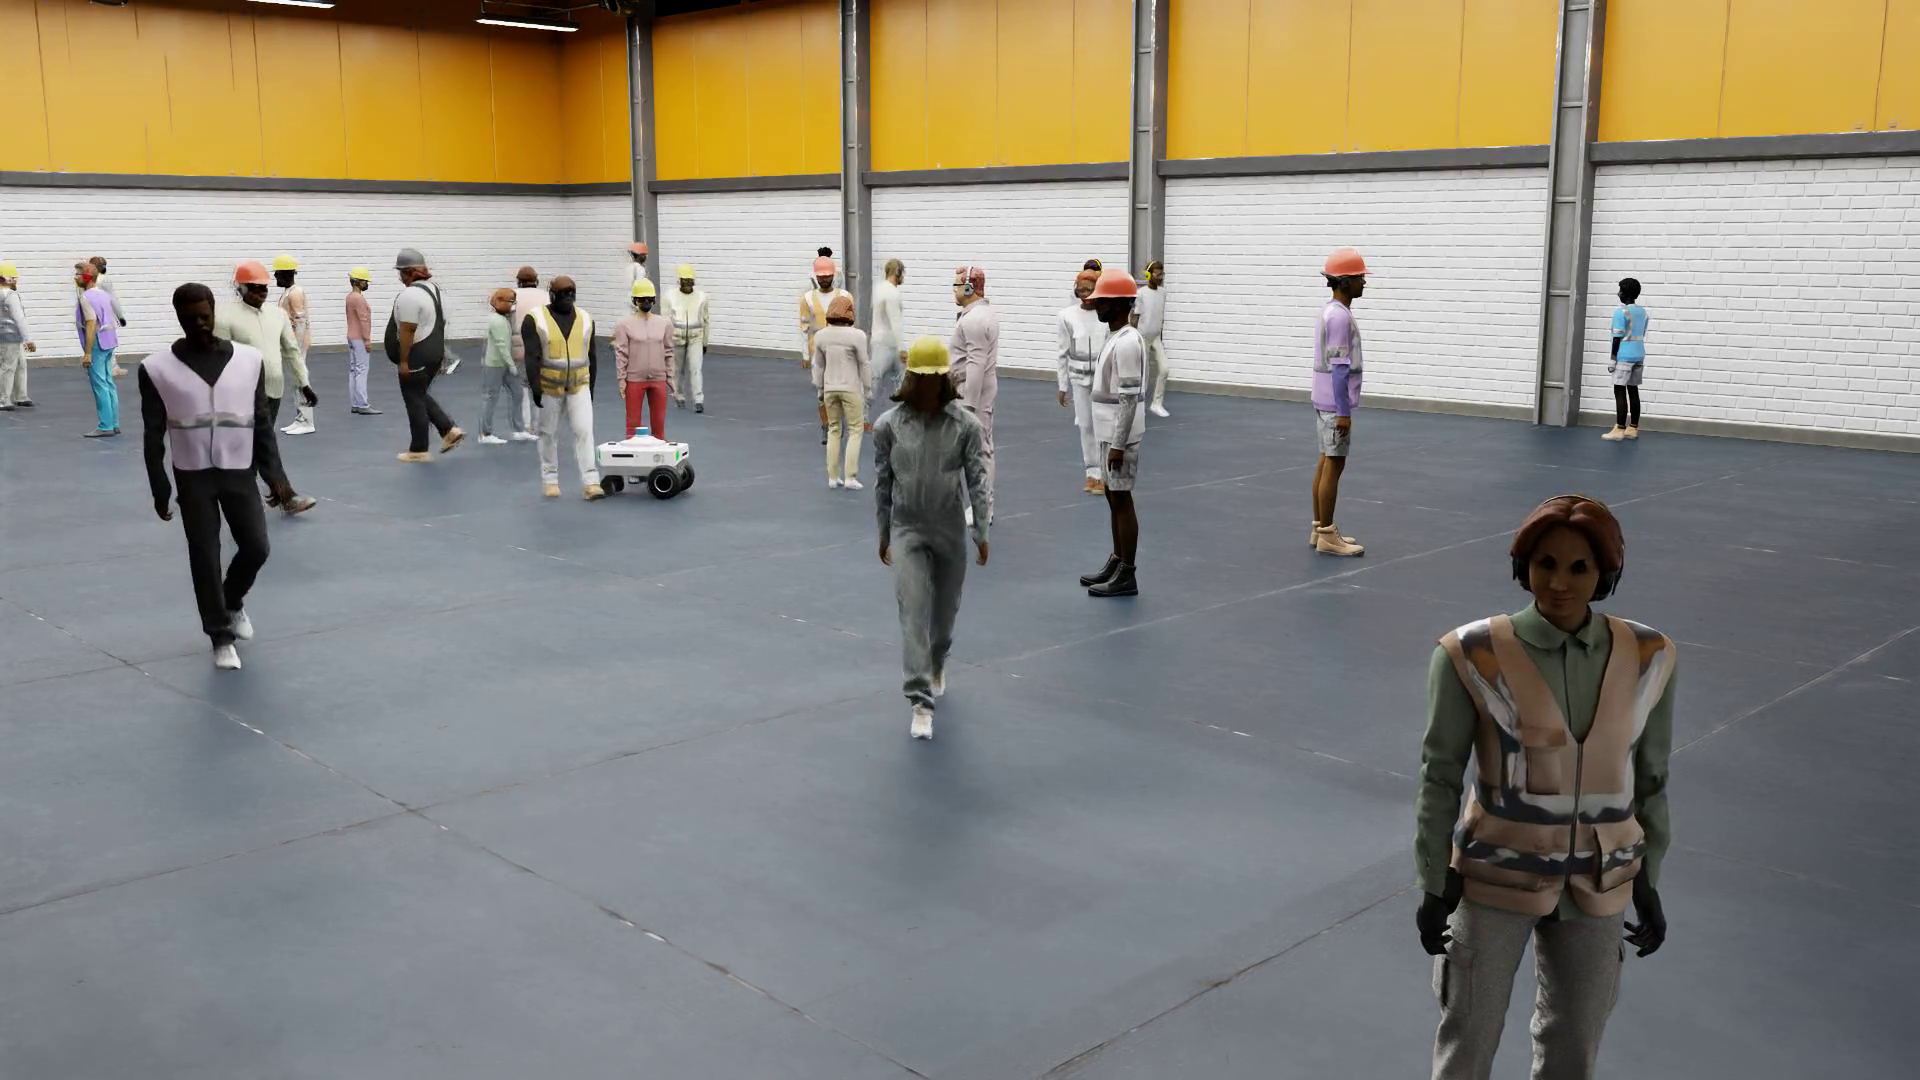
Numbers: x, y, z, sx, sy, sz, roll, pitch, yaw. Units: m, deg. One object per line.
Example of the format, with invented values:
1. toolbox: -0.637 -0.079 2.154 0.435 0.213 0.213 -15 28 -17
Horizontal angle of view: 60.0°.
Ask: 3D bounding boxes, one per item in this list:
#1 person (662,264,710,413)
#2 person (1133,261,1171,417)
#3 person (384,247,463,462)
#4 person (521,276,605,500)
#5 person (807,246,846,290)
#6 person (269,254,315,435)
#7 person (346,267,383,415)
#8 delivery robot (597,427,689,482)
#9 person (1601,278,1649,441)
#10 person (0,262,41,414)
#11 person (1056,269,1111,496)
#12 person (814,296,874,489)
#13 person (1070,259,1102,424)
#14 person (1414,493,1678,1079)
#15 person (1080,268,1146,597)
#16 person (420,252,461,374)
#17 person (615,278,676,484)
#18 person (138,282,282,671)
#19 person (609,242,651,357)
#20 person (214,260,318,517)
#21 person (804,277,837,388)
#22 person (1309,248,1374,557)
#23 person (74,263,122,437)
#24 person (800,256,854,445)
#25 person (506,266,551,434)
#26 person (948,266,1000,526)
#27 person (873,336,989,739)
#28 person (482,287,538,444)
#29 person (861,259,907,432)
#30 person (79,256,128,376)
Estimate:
1. person: -3.336 -2.450 20.229 0.592 1.788 0.945 -2 11 -13
2. person: 2.228 -2.337 19.480 0.534 1.830 0.606 -7 13 -35
3. person: -5.142 -1.751 15.693 0.550 2.000 0.684 1 10 3
4. person: -3.166 -1.201 13.361 0.630 1.804 0.912 -6 12 -29
5. person: -1.988 -3.361 24.676 0.614 1.963 0.362 -5 11 -24
6. person: -7.179 -2.097 17.885 0.368 1.925 0.594 -6 12 -29
7. person: -7.153 -2.378 19.888 0.328 1.759 0.524 -8 13 -36
8. delivery robot: -2.605 -0.682 13.662 0.707 0.478 0.477 1 10 5
9. person: 6.962 -1.883 17.367 0.530 1.693 0.319 -8 13 -37
10. person: -11.338 -2.425 20.003 0.592 1.806 0.708 8 13 38
11. person: 1.089 -1.291 13.705 0.594 1.851 0.692 2 11 12
12. person: -0.988 -1.234 13.989 0.526 1.626 0.331 5 12 27
13. person: 1.473 -2.228 18.760 0.523 1.870 0.317 6 12 28
14. person: 1.167 0.714 3.351 0.522 1.636 0.310 -1 10 -4
15. person: 0.914 -0.631 9.867 0.354 1.939 0.544 -1 10 -3
16. person: -8.143 -3.461 25.418 0.892 1.894 0.594 -5 12 -27
17. person: -2.707 -1.371 14.370 0.530 1.768 0.312 -6 12 -29
18. person: -3.720 -0.325 8.272 0.622 1.904 0.543 -8 13 -36
19. person: -5.524 -4.045 28.274 0.868 2.022 0.621 -7 12 -32
20. person: -5.343 -1.157 12.750 1.054 1.941 0.625 6 12 28
21. person: -1.901 -3.002 23.086 0.537 1.825 0.578 -8 13 -36
22. person: 2.541 -0.916 11.122 0.368 2.048 0.608 1 10 5
23. person: -9.146 -2.007 17.655 0.378 1.839 0.591 -2 11 -9
24. person: -1.346 -1.927 16.968 0.577 1.920 0.444 0 10 -1
25. person: -4.444 -1.920 17.271 0.673 1.802 0.769 -2 11 -11
26. person: 0.080 -1.055 12.263 0.400 1.907 0.644 1 10 8
27. person: -0.133 -0.056 7.359 0.500 1.707 0.858 -1 10 -6
28. person: -4.618 -1.770 16.981 0.681 1.600 0.514 0 10 -1
29. person: -0.700 -2.106 18.079 1.049 1.865 0.666 -1 10 -6
30. person: -12.772 -3.324 24.912 0.629 1.813 0.814 7 12 33
